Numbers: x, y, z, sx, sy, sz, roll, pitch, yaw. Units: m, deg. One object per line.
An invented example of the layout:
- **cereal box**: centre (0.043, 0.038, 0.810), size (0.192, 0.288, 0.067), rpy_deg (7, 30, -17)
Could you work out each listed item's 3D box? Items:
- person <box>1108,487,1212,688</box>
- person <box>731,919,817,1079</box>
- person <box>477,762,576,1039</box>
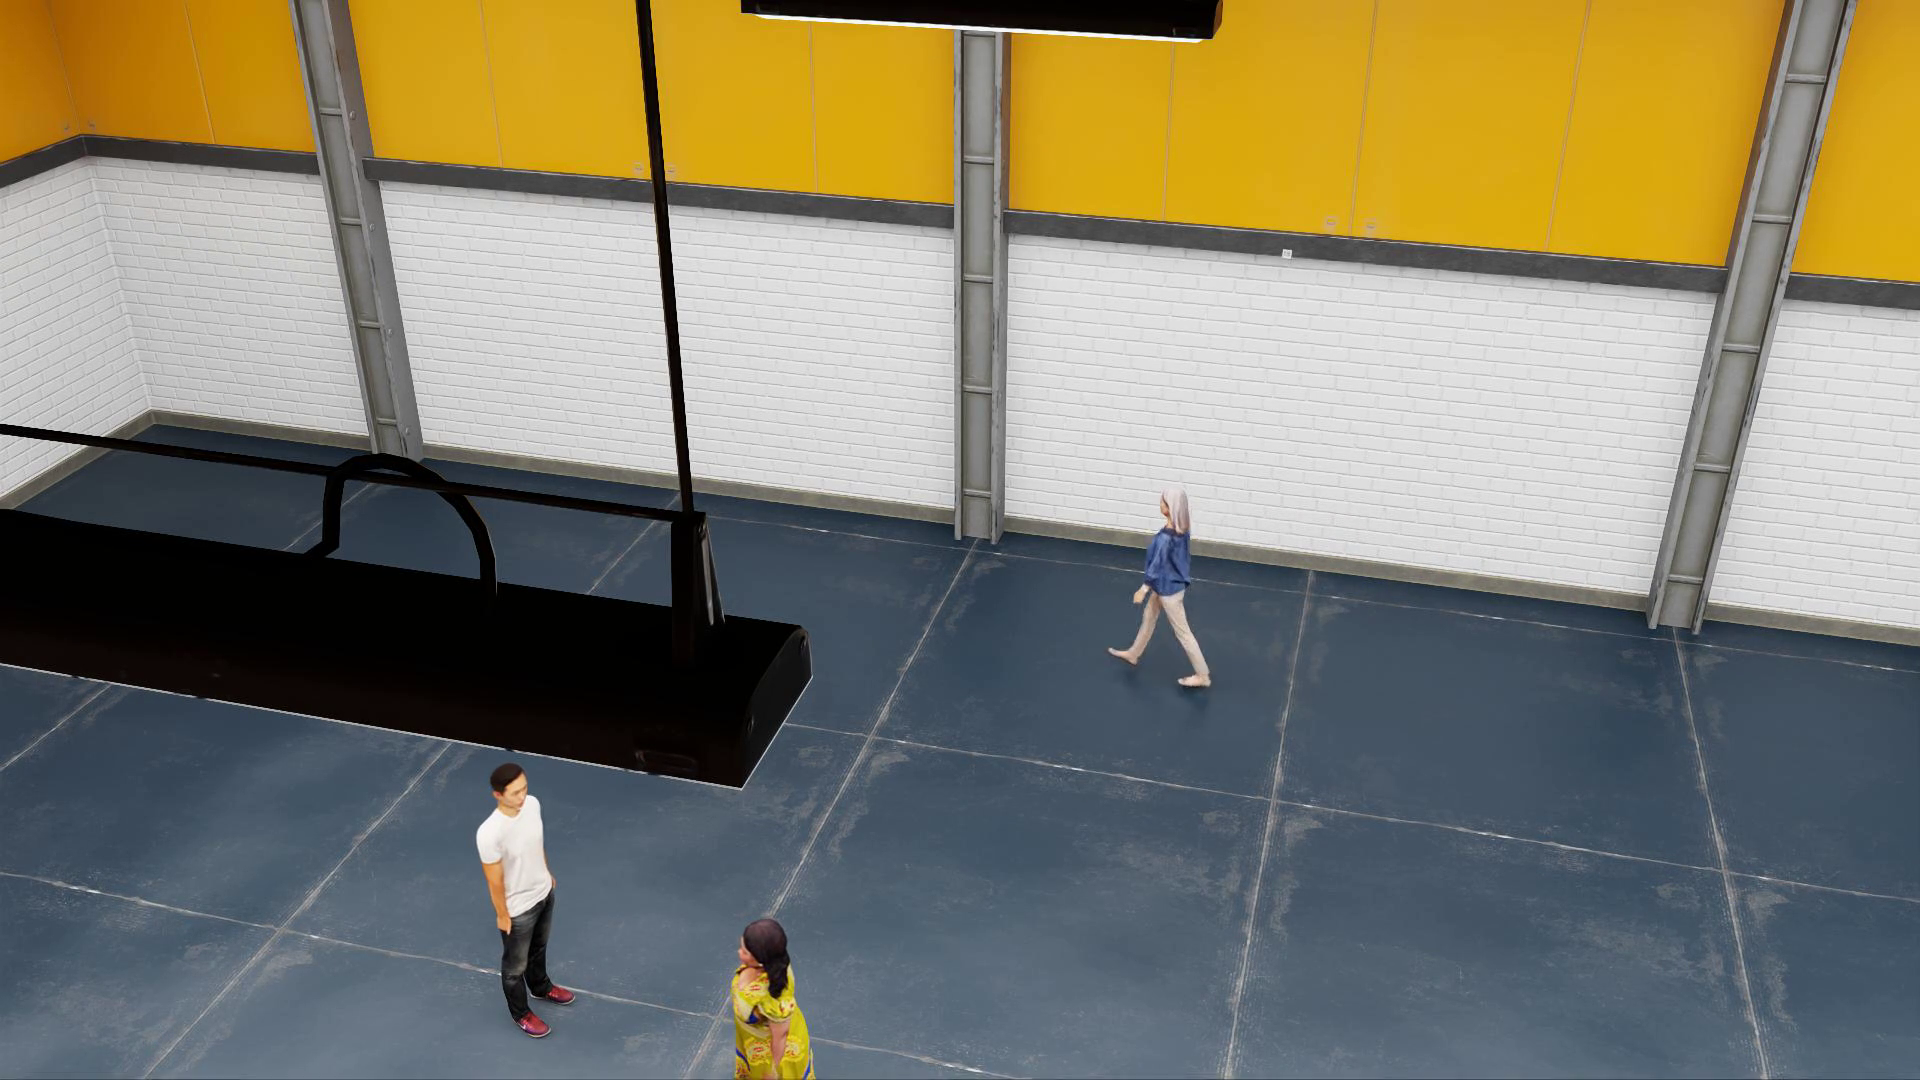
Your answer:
- **person**: centre (1.684, 0.410, 12.740), size (1.151, 1.654, 0.739), rpy_deg (12, 31, 21)
- **person**: centre (-0.979, 2.622, 8.679), size (1.017, 1.660, 1.002), rpy_deg (-8, 30, -15)
- **person**: centre (-2.536, 2.042, 9.598), size (0.562, 1.798, 0.659), rpy_deg (10, 30, 18)
